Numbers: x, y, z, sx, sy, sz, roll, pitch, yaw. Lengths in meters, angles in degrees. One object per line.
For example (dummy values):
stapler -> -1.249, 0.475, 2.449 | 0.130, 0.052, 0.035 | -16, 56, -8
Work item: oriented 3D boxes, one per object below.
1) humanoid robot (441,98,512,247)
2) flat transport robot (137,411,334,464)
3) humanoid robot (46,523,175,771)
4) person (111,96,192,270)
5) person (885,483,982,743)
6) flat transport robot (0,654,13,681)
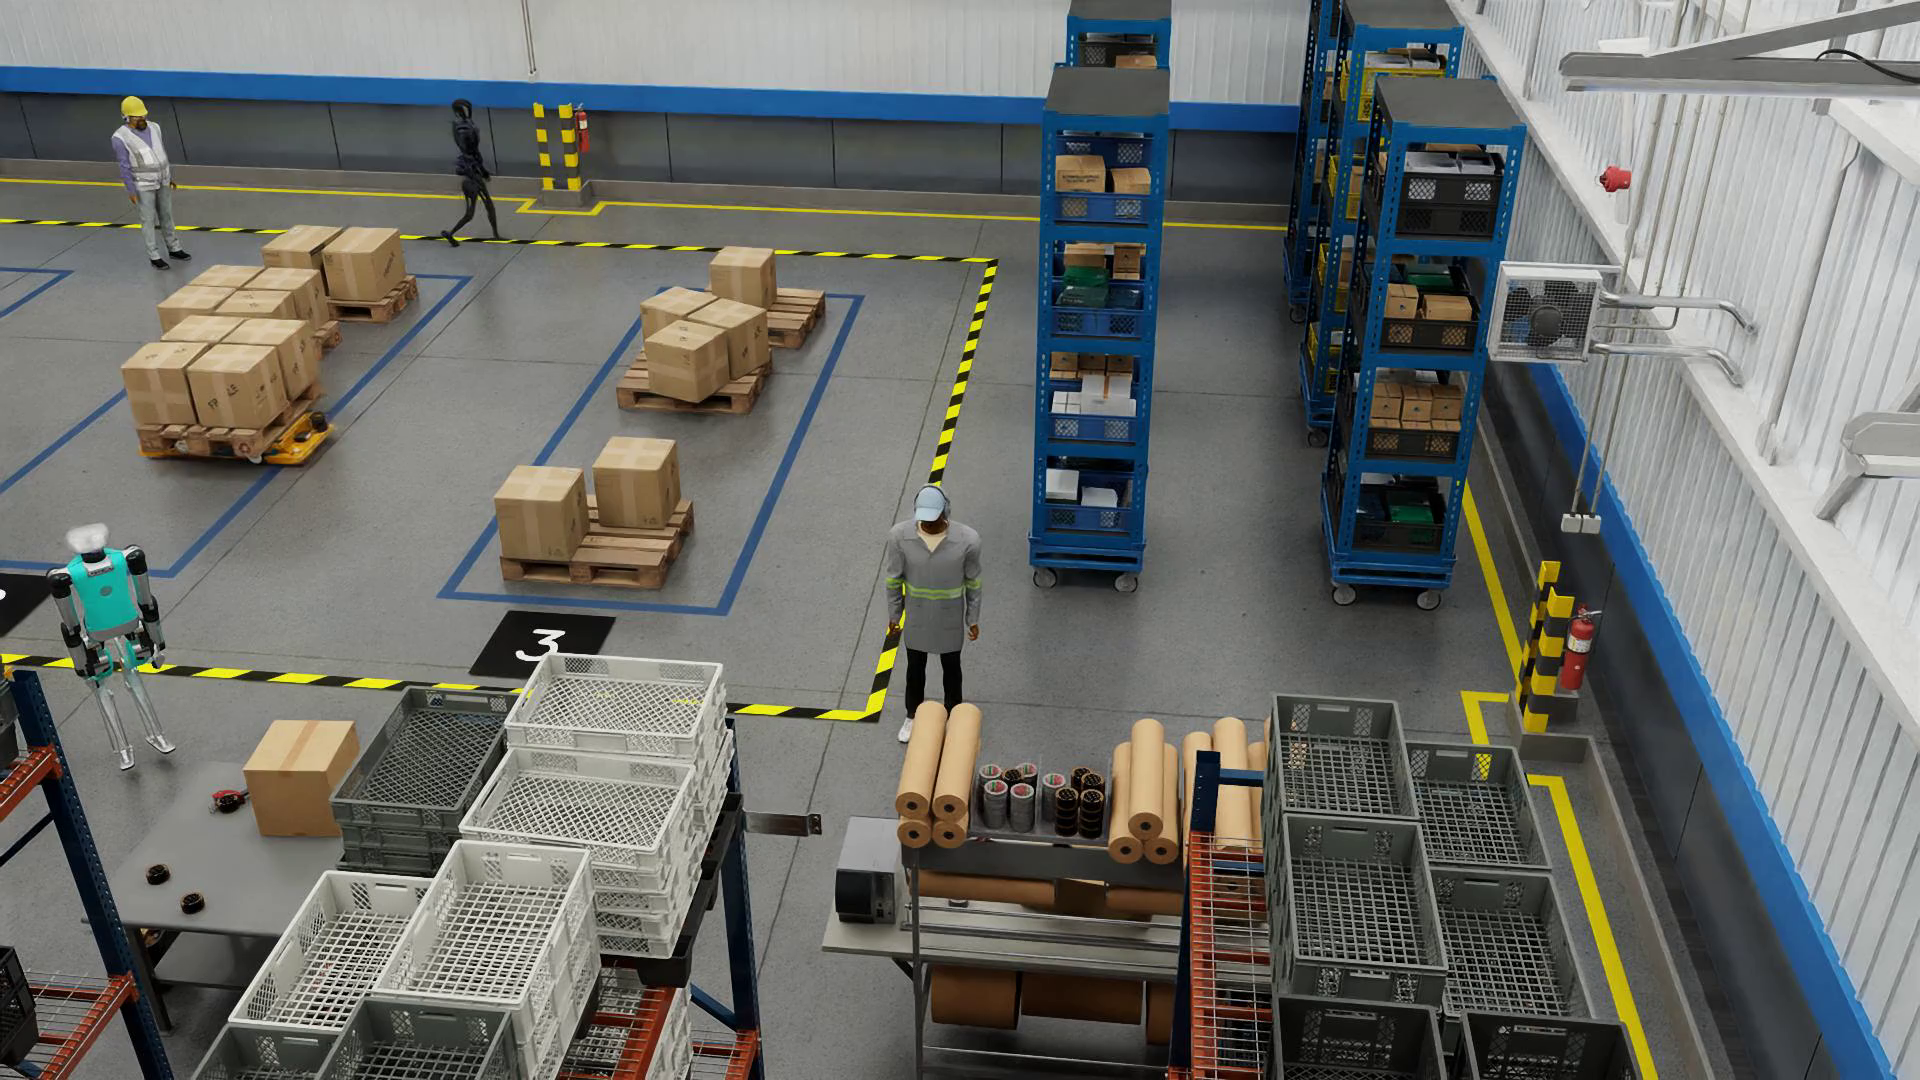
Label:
humanoid robot -> -5.391, -4.018, 18.209 | 0.728, 1.639, 0.589 | -2, 30, -3
flat transport robot -> -6.191, -0.914, 14.215 | 1.431, 0.197, 0.652 | 3, 30, 6
humanoid robot -> -5.159, 0.577, 10.089 | 0.533, 1.677, 0.735 | -22, 37, -33
person -> -8.579, -3.798, 17.642 | 0.404, 1.829, 0.598 | 13, 33, 21
person -> -0.166, 0.471, 10.290 | 0.595, 1.850, 0.398 | 3, 30, 5
flat transport robot -> -7.142, 0.969, 11.010 | 1.431, 0.231, 0.659 | 3, 30, 6
